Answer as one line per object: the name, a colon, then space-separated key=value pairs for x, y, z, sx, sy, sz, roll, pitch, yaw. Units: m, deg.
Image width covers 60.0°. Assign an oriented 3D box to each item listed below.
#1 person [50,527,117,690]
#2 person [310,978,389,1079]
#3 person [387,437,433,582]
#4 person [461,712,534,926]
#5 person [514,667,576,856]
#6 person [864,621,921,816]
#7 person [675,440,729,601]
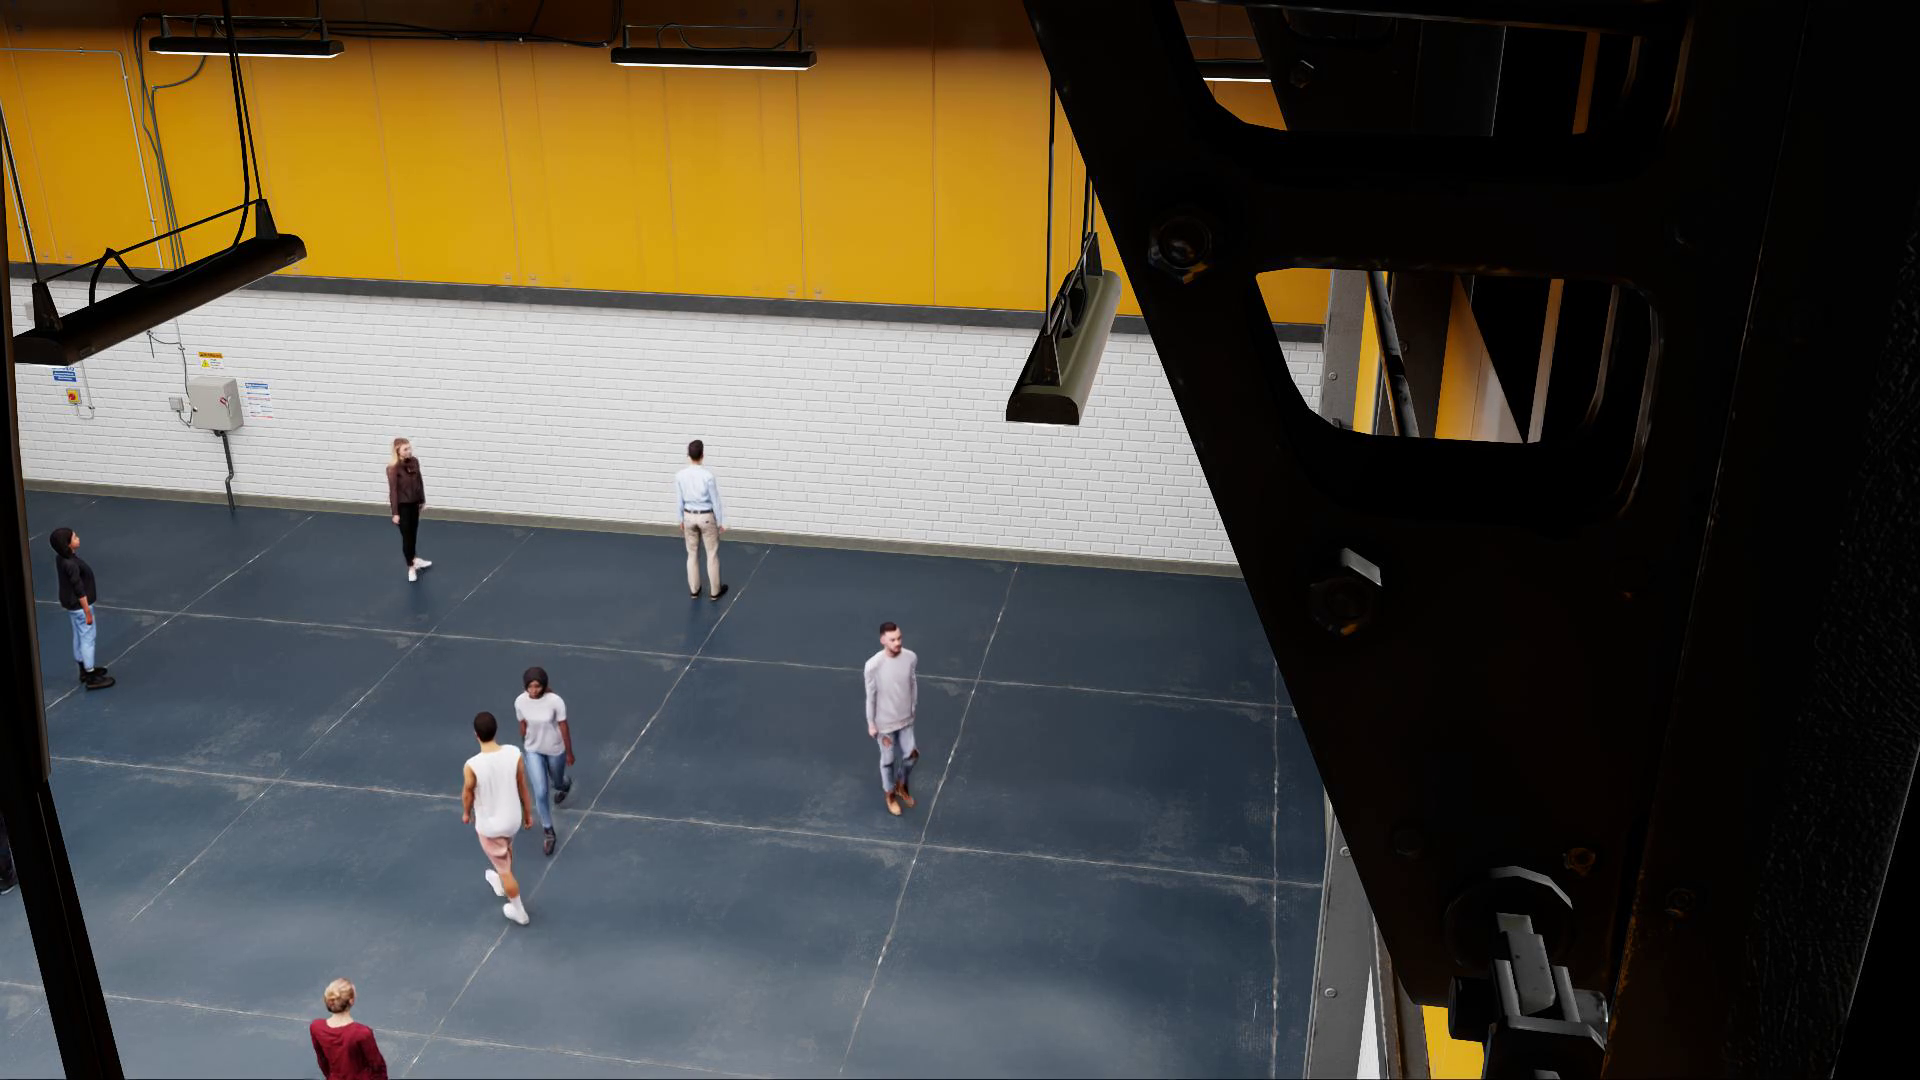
person: x=-8.789 y=0.667 z=16.579 sx=0.642 sy=1.696 sz=0.683 roll=21 pitch=31 yaw=39
person: x=-3.752 y=3.457 z=10.226 sx=0.670 sy=1.673 sz=0.953 roll=3 pitch=24 yaw=6
person: x=-6.335 y=-0.397 z=19.019 sx=0.824 sy=1.692 sz=0.676 roll=7 pitch=25 yaw=15
person: x=-3.557 y=2.223 z=12.951 sx=1.006 sy=1.752 sz=1.010 roll=-21 pitch=31 yaw=-39
person: x=-3.503 y=1.764 z=14.096 sx=0.774 sy=1.675 sz=1.141 roll=-1 pitch=24 yaw=-2
person: x=-0.626 y=1.510 z=14.486 sx=0.792 sy=1.827 sz=0.817 roll=-11 pitch=26 yaw=-24
person: x=-2.880 y=-0.220 z=18.421 sx=0.644 sy=1.846 sz=0.577 roll=3 pitch=24 yaw=7
